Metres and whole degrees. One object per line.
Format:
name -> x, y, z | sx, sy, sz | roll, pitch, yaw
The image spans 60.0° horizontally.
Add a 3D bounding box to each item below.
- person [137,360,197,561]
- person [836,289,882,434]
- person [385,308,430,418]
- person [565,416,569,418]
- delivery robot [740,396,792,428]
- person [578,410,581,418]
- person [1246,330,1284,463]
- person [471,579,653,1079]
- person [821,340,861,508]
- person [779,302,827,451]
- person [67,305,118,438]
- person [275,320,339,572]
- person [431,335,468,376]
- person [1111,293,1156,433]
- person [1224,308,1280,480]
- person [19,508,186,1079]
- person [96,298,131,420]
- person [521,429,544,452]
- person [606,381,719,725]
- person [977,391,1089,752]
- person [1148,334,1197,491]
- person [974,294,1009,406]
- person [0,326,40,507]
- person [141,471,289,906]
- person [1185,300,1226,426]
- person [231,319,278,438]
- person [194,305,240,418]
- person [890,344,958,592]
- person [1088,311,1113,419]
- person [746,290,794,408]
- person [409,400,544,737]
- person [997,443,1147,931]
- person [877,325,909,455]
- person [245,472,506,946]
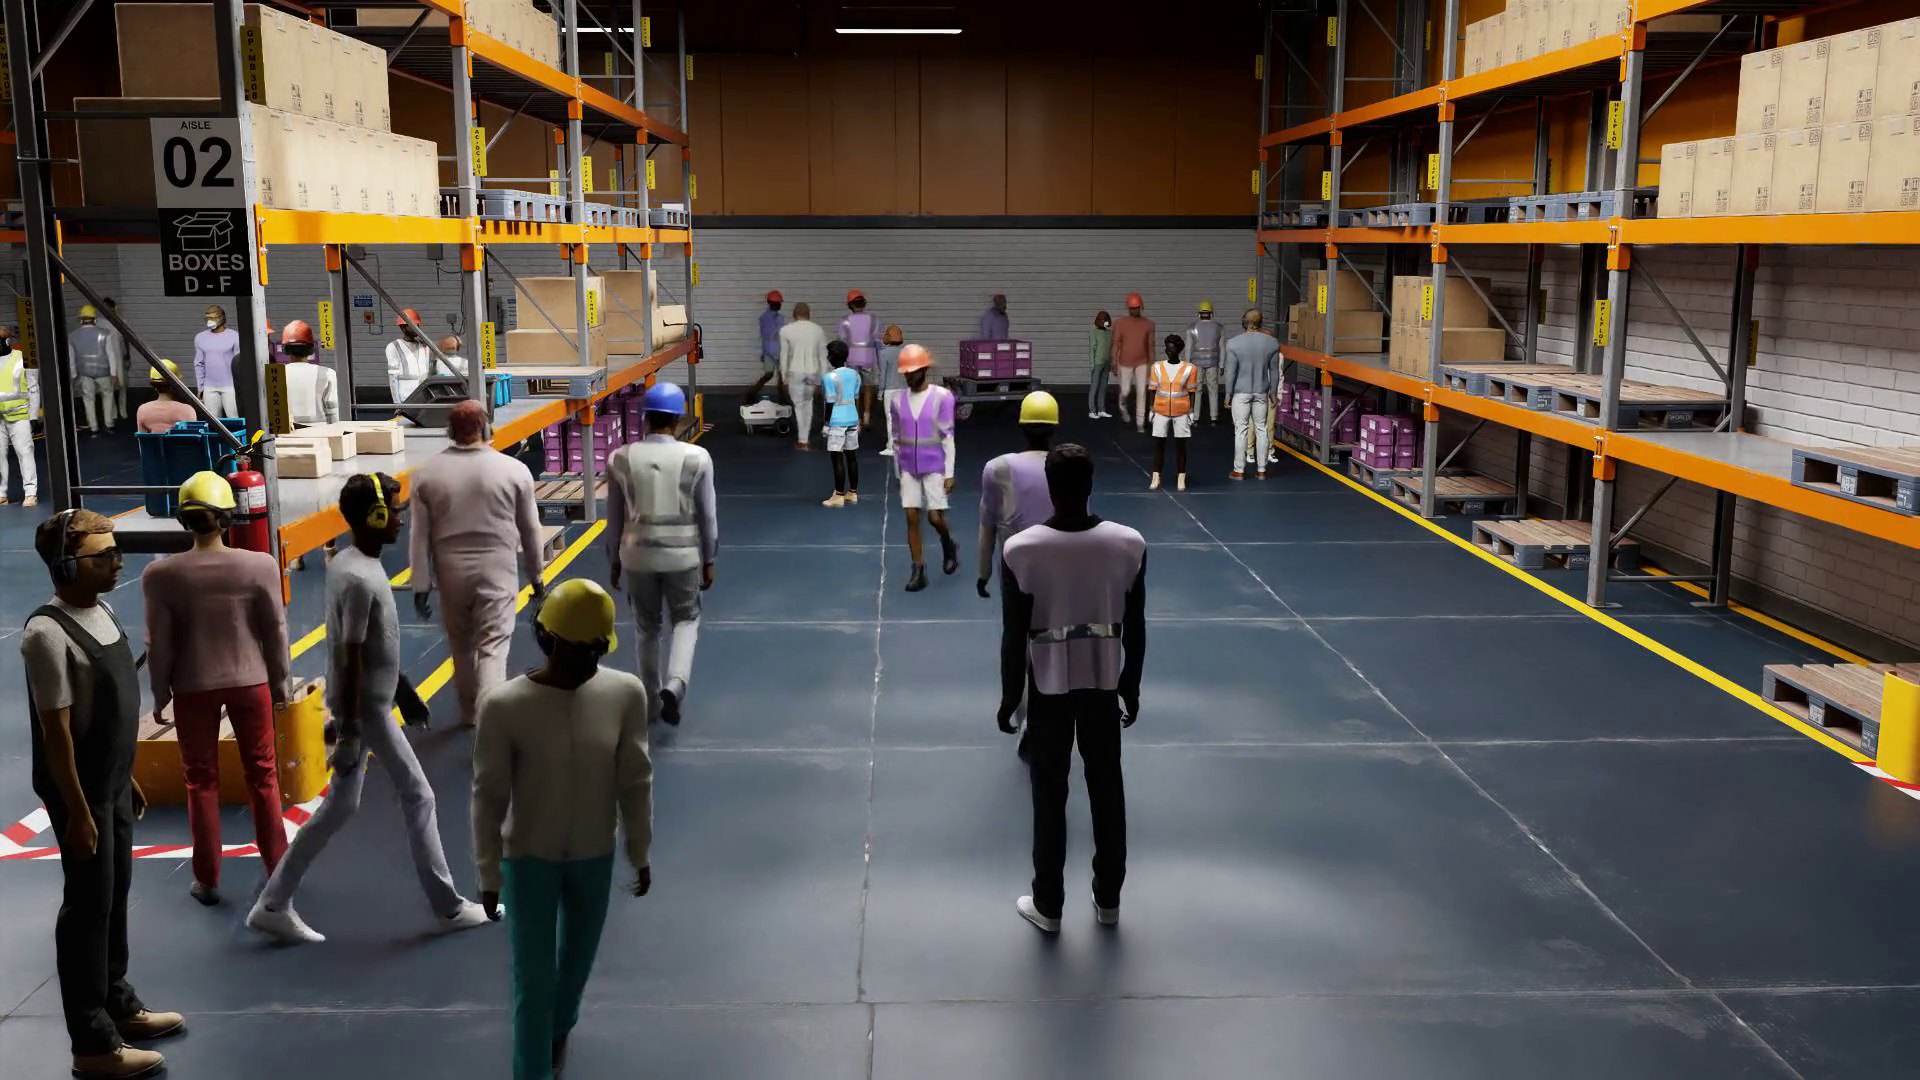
person -> -6.146, -0.522, 13.013 | 0.525, 1.772, 0.299 | 2, 10, 10
person -> -1.412, -2.503, 23.358 | 0.651, 2.011, 0.594 | -2, 10, -8
person -> -6.104, -1.602, 18.548 | 0.347, 1.943, 0.544 | 6, 12, 31
person -> -5.585, -2.432, 23.330 | 0.584, 1.883, 0.337 | -9, 13, -40
delivery robot -> -2.683, -1.750, 22.974 | 0.707, 0.478, 0.477 | -1, 10, -8
person -> -5.366, -2.367, 23.723 | 0.572, 1.618, 0.528 | -9, 13, -41
person -> 3.692, -1.743, 20.219 | 0.494, 1.625, 0.285 | -2, 10, -11
person -> -1.229, 0.932, 5.055 | 0.556, 1.717, 0.757 | -7, 12, -33
person -> -1.214, -1.177, 16.861 | 0.318, 1.697, 0.533 | 6, 12, 31
person -> -2.054, -2.125, 21.594 | 0.619, 1.893, 0.788 | -5, 12, -28
person -> -11.940, -2.333, 22.971 | 0.627, 1.807, 0.705 | -3, 10, -14
person -> -5.333, -0.760, 13.564 | 0.611, 2.048, 0.364 | -2, 10, -13
person -> -5.757, -1.537, 19.074 | 0.546, 1.606, 0.745 | 1, 10, 7
person -> 2.462, -2.528, 23.664 | 0.636, 1.973, 0.711 | 0, 10, -1
person -> 3.279, -1.636, 18.745 | 0.635, 1.937, 0.359 | -1, 10, -8
person -> -2.783, 0.811, 5.375 | 0.345, 1.846, 0.508 | -2, 10, -10
person -> -12.799, -2.724, 25.078 | 0.514, 1.843, 0.648 | -5, 11, -25
person -> -5.472, -2.050, 21.352 | 0.628, 1.837, 0.429 | -7, 12, -33
person -> -1.643, 0.104, 9.121 | 0.627, 1.927, 0.604 | 0, 10, -1
person -> 0.406, 0.153, 8.914 | 0.583, 1.896, 0.906 | -2, 10, -9
person -> 2.286, -1.372, 17.953 | 0.529, 1.694, 0.321 | 2, 10, 13
person -> 0.475, -3.133, 27.386 | 0.931, 1.849, 0.653 | 10, 14, 44
person -> -9.644, -1.243, 16.830 | 0.625, 1.844, 0.429 | -2, 10, -9
person -> -3.014, 0.599, 6.781 | 0.533, 1.765, 0.322 | -5, 11, -27
person -> 3.569, -2.571, 24.258 | 0.600, 1.827, 0.403 | 0, 10, 1
person -> -6.650, -1.142, 15.834 | 0.379, 1.996, 0.608 | 2, 10, 10
person -> -8.708, -1.793, 19.619 | 0.636, 1.938, 0.358 | 1, 10, 4
person -> -0.269, -0.567, 12.863 | 0.555, 1.913, 0.608 | 4, 11, 21
person -> 2.157, -2.670, 25.355 | 0.507, 1.632, 0.268 | -10, 14, -43
person -> -3.028, -3.018, 26.523 | 0.548, 1.916, 0.796 | 10, 14, 43
person -> -2.556, 0.190, 8.846 | 0.664, 1.862, 1.008 | -1, 10, -6
person -> 0.438, 0.580, 6.474 | 0.587, 1.914, 0.391 | -2, 10, -13
person -> -0.828, -1.880, 20.958 | 0.502, 1.633, 0.280 | -9, 13, -40
person -> -2.308, 0.652, 6.359 | 0.914, 1.824, 0.506 | -6, 12, -30
